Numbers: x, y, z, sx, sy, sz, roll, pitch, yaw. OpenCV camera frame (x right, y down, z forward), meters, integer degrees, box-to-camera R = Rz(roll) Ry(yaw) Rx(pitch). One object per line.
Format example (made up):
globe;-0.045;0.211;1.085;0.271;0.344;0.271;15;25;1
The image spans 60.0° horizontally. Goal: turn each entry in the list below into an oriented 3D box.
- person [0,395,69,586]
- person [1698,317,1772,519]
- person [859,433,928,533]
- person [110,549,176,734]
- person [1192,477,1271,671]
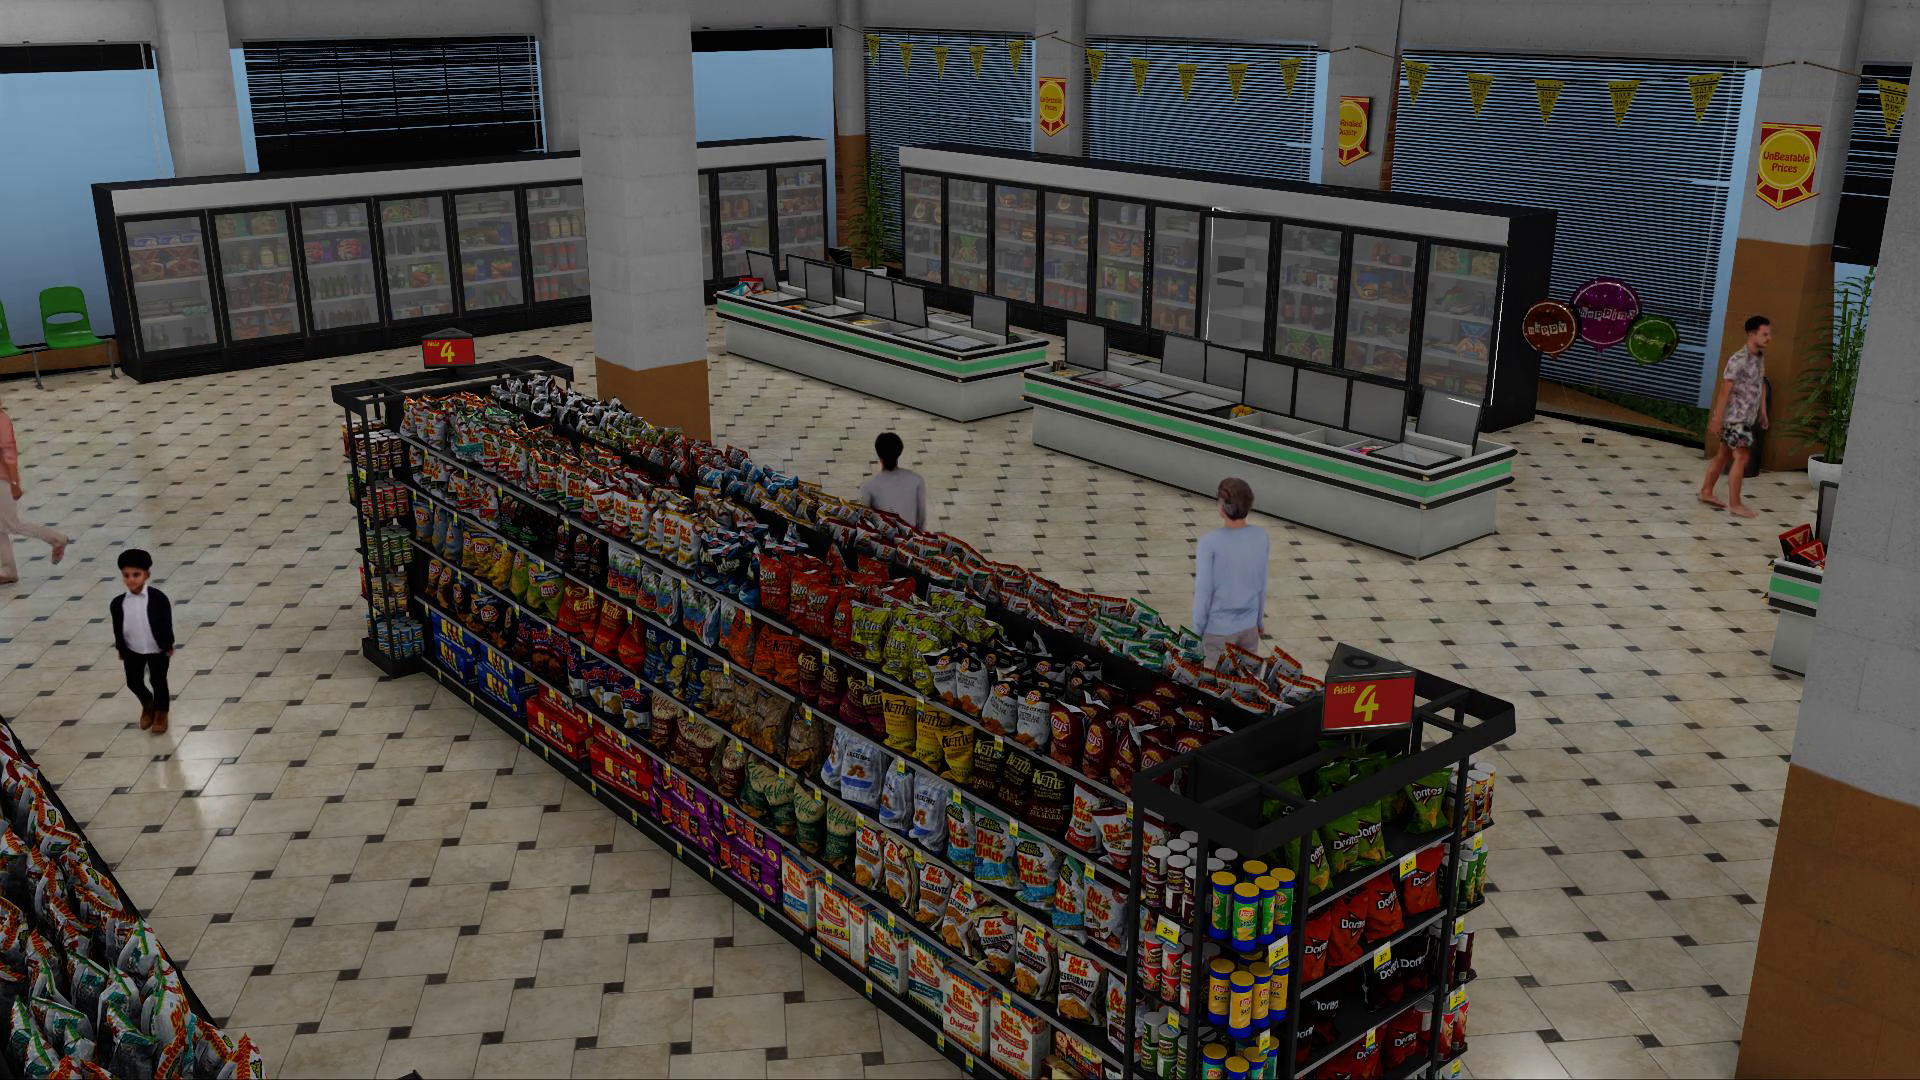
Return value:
person;-7.576;-0.492;13.262;0.892;1.710;0.791;13;23;34
person;6.955;-1.155;15.098;0.854;1.793;0.692;18;25;42
person;-0.431;0.136;11.383;0.789;1.720;0.863;-6;19;-16
person;-5.236;0.629;10.702;0.592;1.221;0.625;-4;19;-12
person;1.606;0.541;9.916;0.734;1.891;0.685;-7;20;-20
